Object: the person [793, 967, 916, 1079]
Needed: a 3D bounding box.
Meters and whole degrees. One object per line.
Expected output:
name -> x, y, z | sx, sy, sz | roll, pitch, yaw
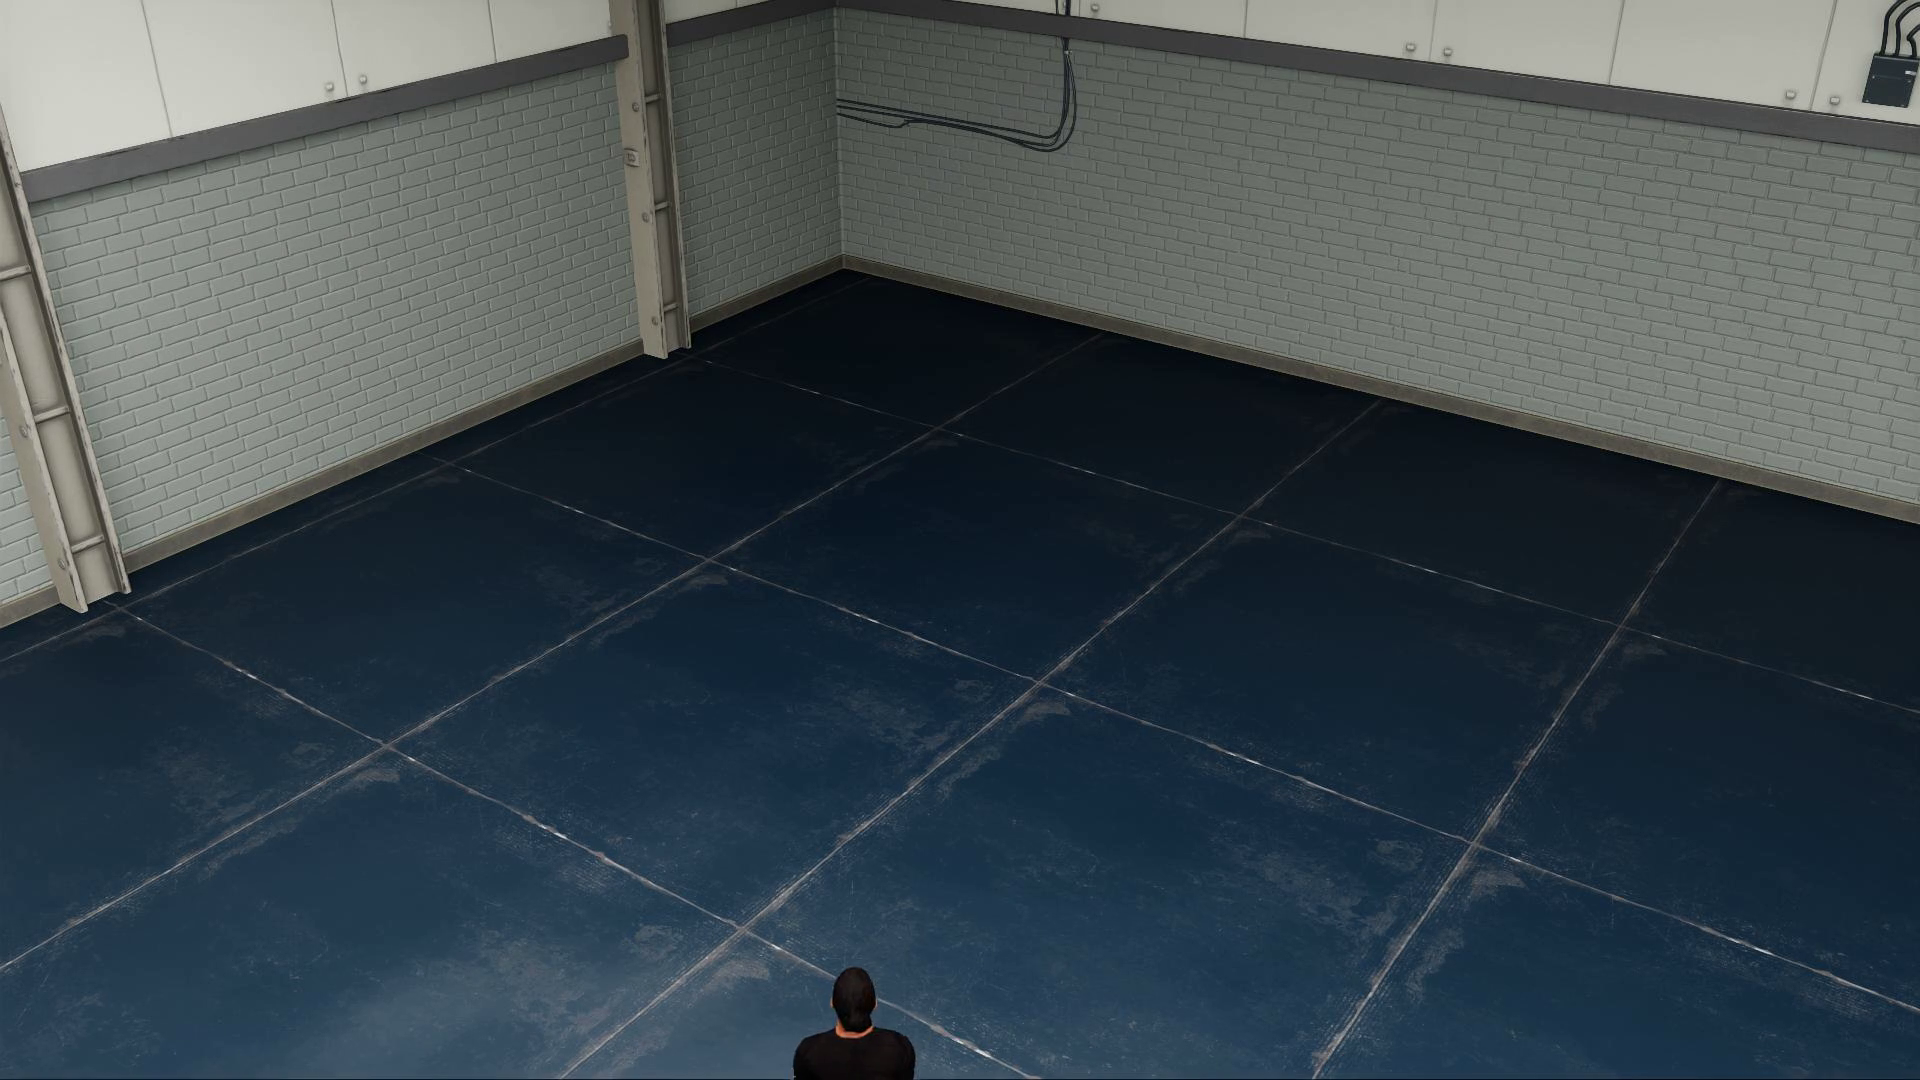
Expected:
person -> -0.411, 2.469, 6.538 | 1.103, 1.717, 1.143 | -6, 29, -11
